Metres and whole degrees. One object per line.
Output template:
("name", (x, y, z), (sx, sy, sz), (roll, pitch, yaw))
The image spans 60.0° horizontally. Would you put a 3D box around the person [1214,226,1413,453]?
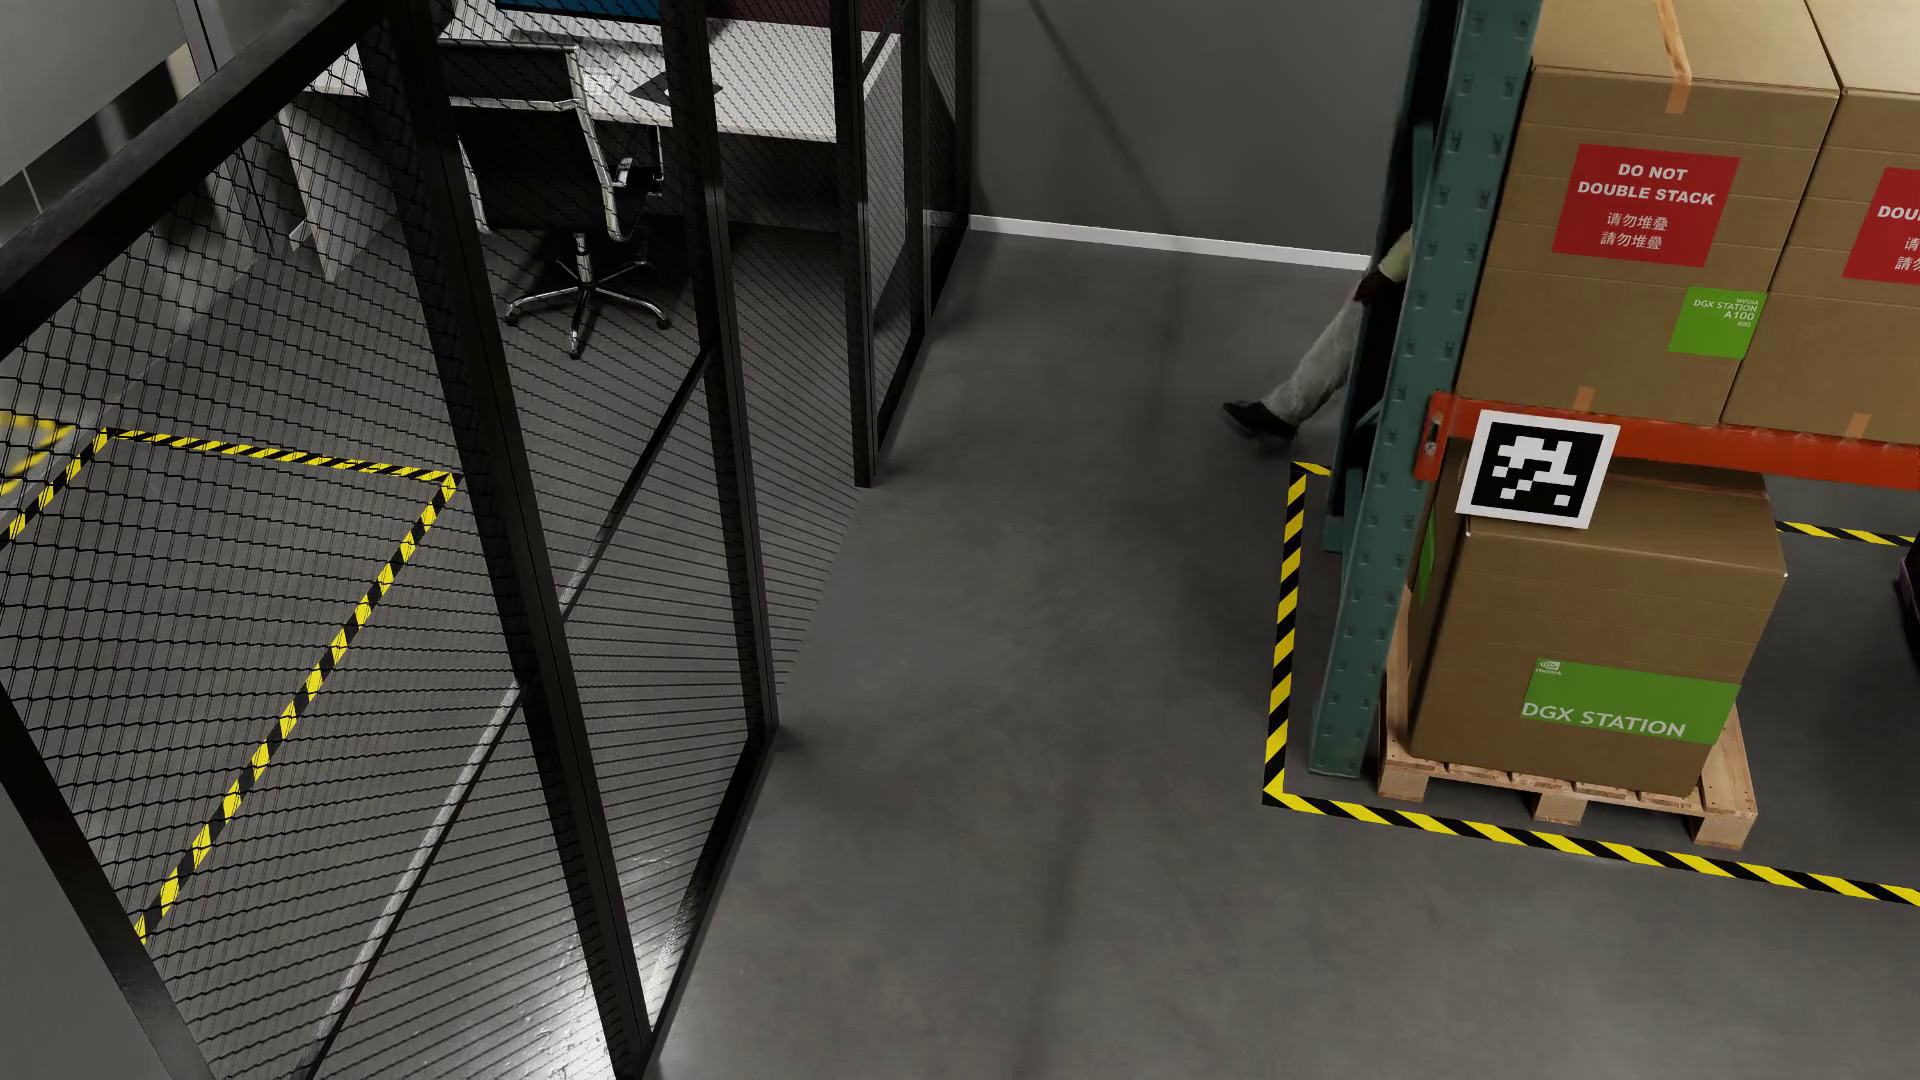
("person", (1.280, -0.873, 4.619), (0.956, 1.769, 0.584), (-1, 41, -1))
